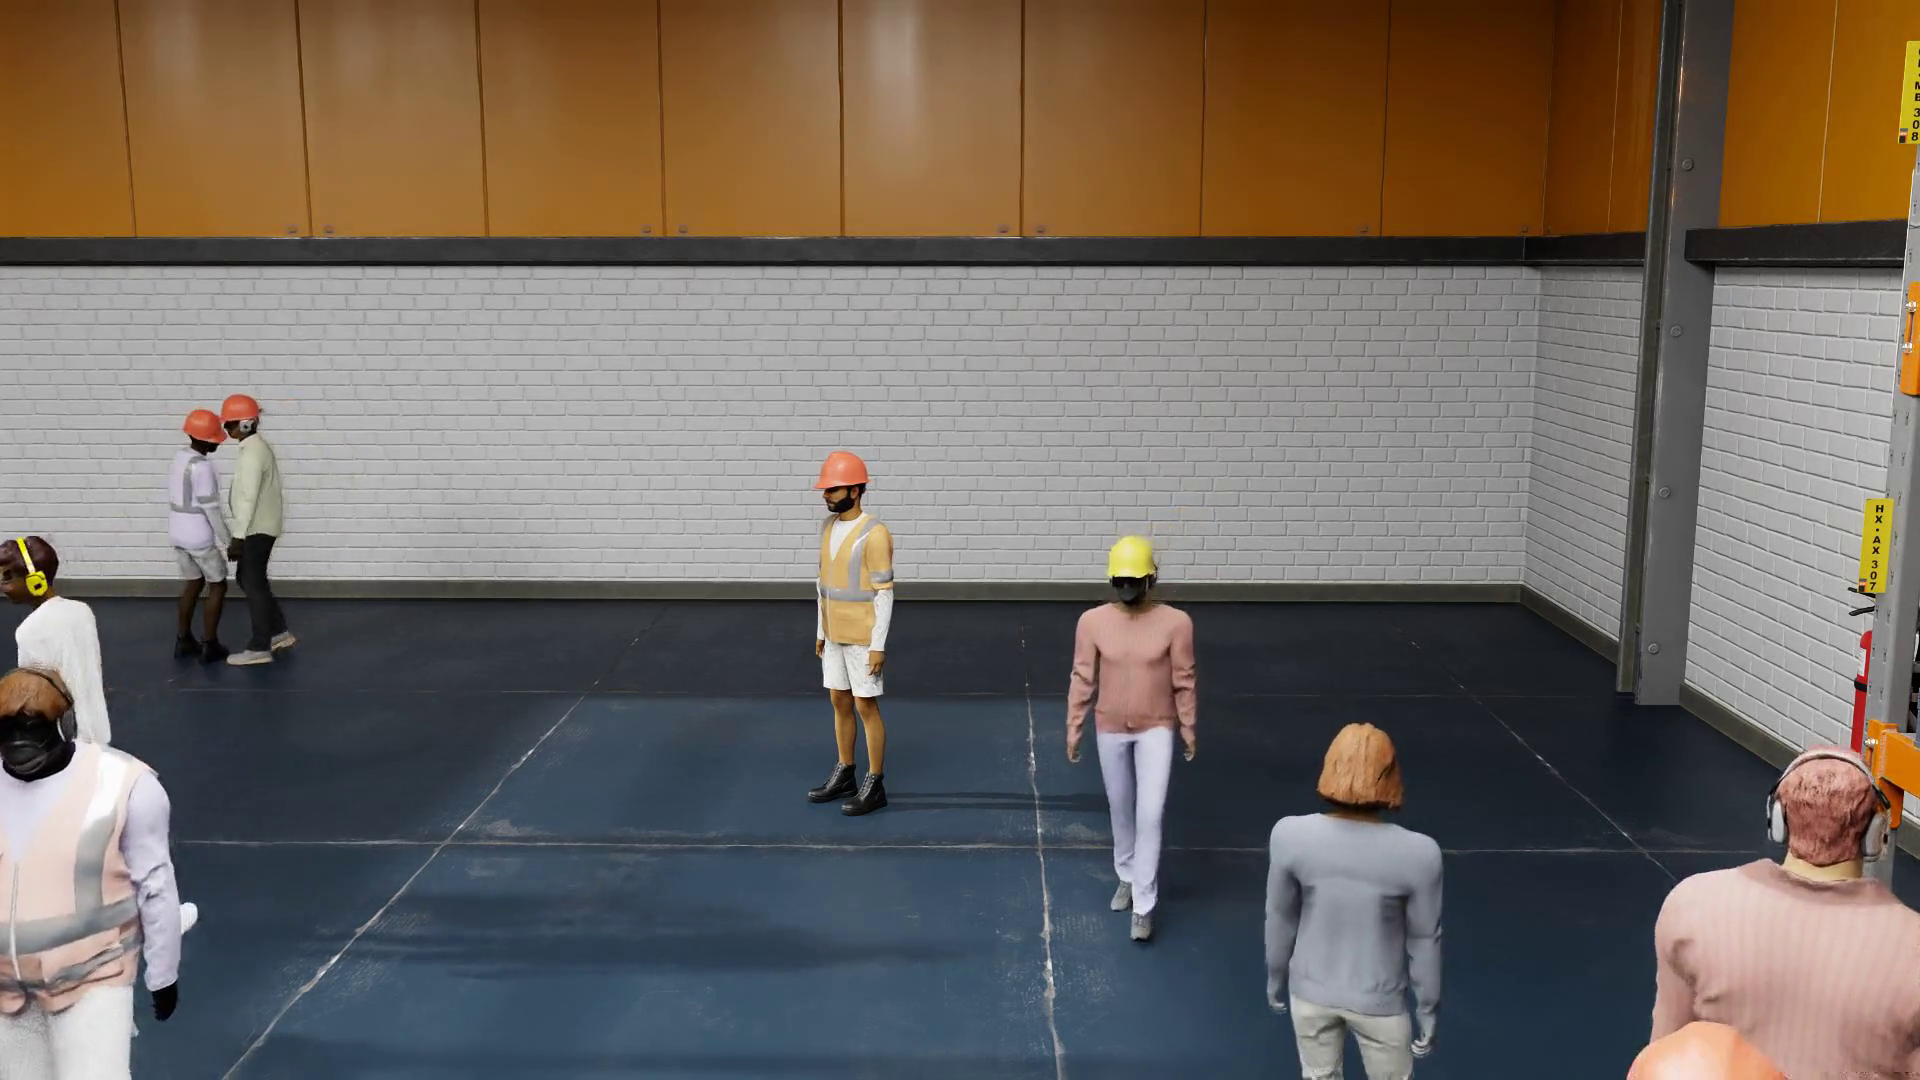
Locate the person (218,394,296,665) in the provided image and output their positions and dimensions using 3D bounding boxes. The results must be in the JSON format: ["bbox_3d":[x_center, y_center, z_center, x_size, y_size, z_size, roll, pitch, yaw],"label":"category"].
[{"bbox_3d":[-5.156,-0.079,12.120,0.422,1.985,0.626,-4,10,-24],"label":"person"}]

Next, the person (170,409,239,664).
[{"bbox_3d":[-5.527,-0.020,12.087,0.598,1.882,0.383,9,13,44],"label":"person"}]

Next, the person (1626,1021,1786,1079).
[{"bbox_3d":[0.948,1.602,2.273,0.557,1.915,0.464,4,10,22],"label":"person"}]

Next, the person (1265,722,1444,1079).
[{"bbox_3d":[1.117,1.324,4.795,0.521,1.621,0.537,4,10,23],"label":"person"}]

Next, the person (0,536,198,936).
[{"bbox_3d":[-3.633,0.864,7.011,0.542,1.822,0.674,2,10,11],"label":"person"}]

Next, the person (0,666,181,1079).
[{"bbox_3d":[-2.544,1.251,4.621,0.648,1.822,0.546,-1,10,-4],"label":"person"}]

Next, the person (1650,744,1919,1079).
[{"bbox_3d":[1.818,1.384,3.639,0.650,1.889,0.614,7,12,36],"label":"person"}]

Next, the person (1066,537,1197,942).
[{"bbox_3d":[0.729,0.857,7.245,0.560,1.733,0.805,3,10,17],"label":"person"}]

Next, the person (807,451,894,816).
[{"bbox_3d":[-0.598,0.492,8.835,0.361,1.935,0.553,-8,12,-40],"label":"person"}]
